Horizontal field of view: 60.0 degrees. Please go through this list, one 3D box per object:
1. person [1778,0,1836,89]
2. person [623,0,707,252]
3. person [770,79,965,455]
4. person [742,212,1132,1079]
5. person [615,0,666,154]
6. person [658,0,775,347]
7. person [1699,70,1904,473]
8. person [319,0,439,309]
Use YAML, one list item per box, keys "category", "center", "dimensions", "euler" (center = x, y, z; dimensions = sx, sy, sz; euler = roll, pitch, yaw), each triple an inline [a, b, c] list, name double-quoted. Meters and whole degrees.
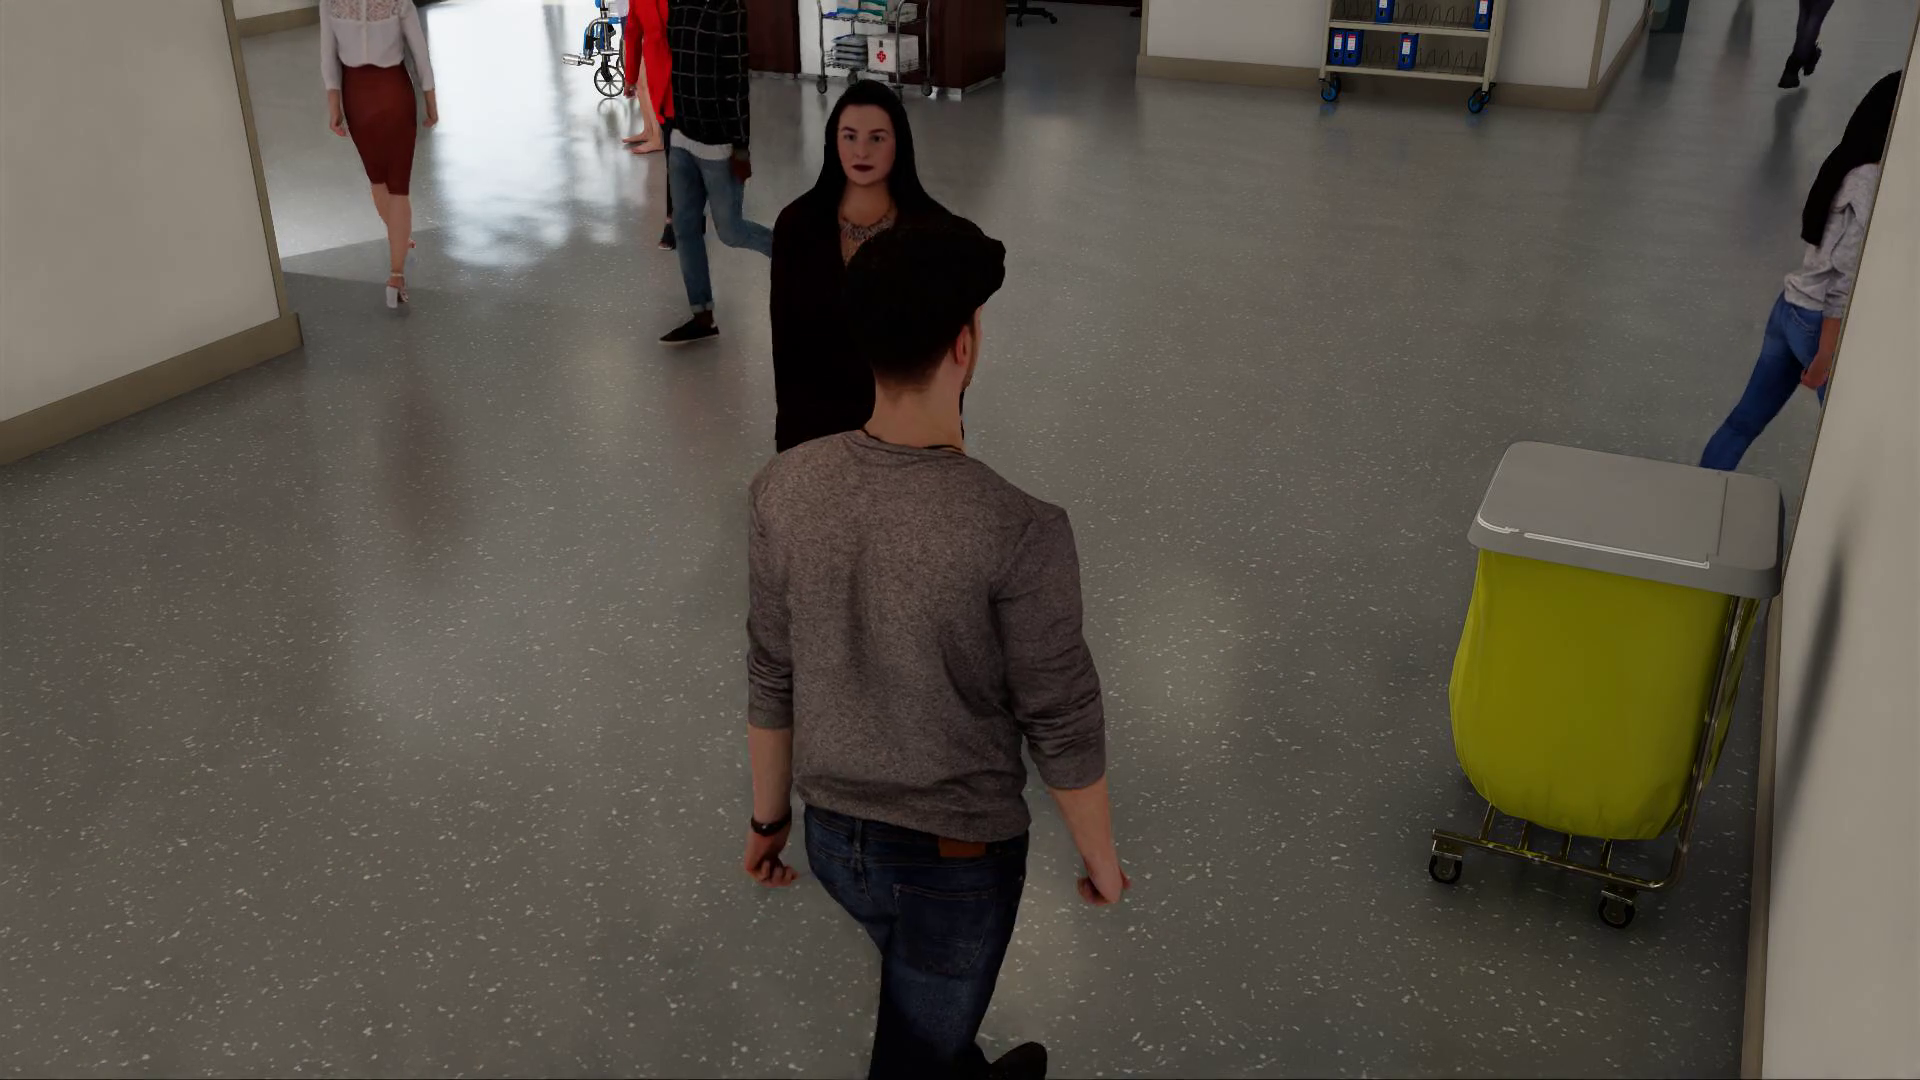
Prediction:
- category: "person"
  center: [6.498, -4.324, 12.598]
  dimensions: [1.041, 1.788, 1.208]
  euler: [-22, 33, -38]
- category: "person"
  center: [-1.449, -2.414, 8.703]
  dimensions: [0.685, 1.731, 0.678]
  euler: [12, 28, 23]
- category: "person"
  center: [-0.223, -0.319, 4.353]
  dimensions: [0.983, 1.736, 0.849]
  euler: [4, 26, 9]
- category: "person"
  center: [-0.113, 0.516, 2.483]
  dimensions: [1.162, 1.856, 0.843]
  euler: [14, 29, 27]
- category: "person"
  center: [-2.091, -3.401, 10.779]
  dimensions: [0.728, 1.706, 0.668]
  euler: [-9, 27, -18]
- category: "person"
  center: [-1.003, -1.748, 7.246]
  dimensions: [0.982, 1.799, 1.089]
  euler: [-22, 33, -38]
- category: "person"
  center: [2.578, -0.626, 5.174]
  dimensions: [1.096, 1.577, 0.868]
  euler: [2, 26, 3]
- category: "person"
  center: [-2.683, -1.918, 7.694]
  dimensions: [1.083, 1.713, 1.038]
  euler: [-4, 26, -7]
